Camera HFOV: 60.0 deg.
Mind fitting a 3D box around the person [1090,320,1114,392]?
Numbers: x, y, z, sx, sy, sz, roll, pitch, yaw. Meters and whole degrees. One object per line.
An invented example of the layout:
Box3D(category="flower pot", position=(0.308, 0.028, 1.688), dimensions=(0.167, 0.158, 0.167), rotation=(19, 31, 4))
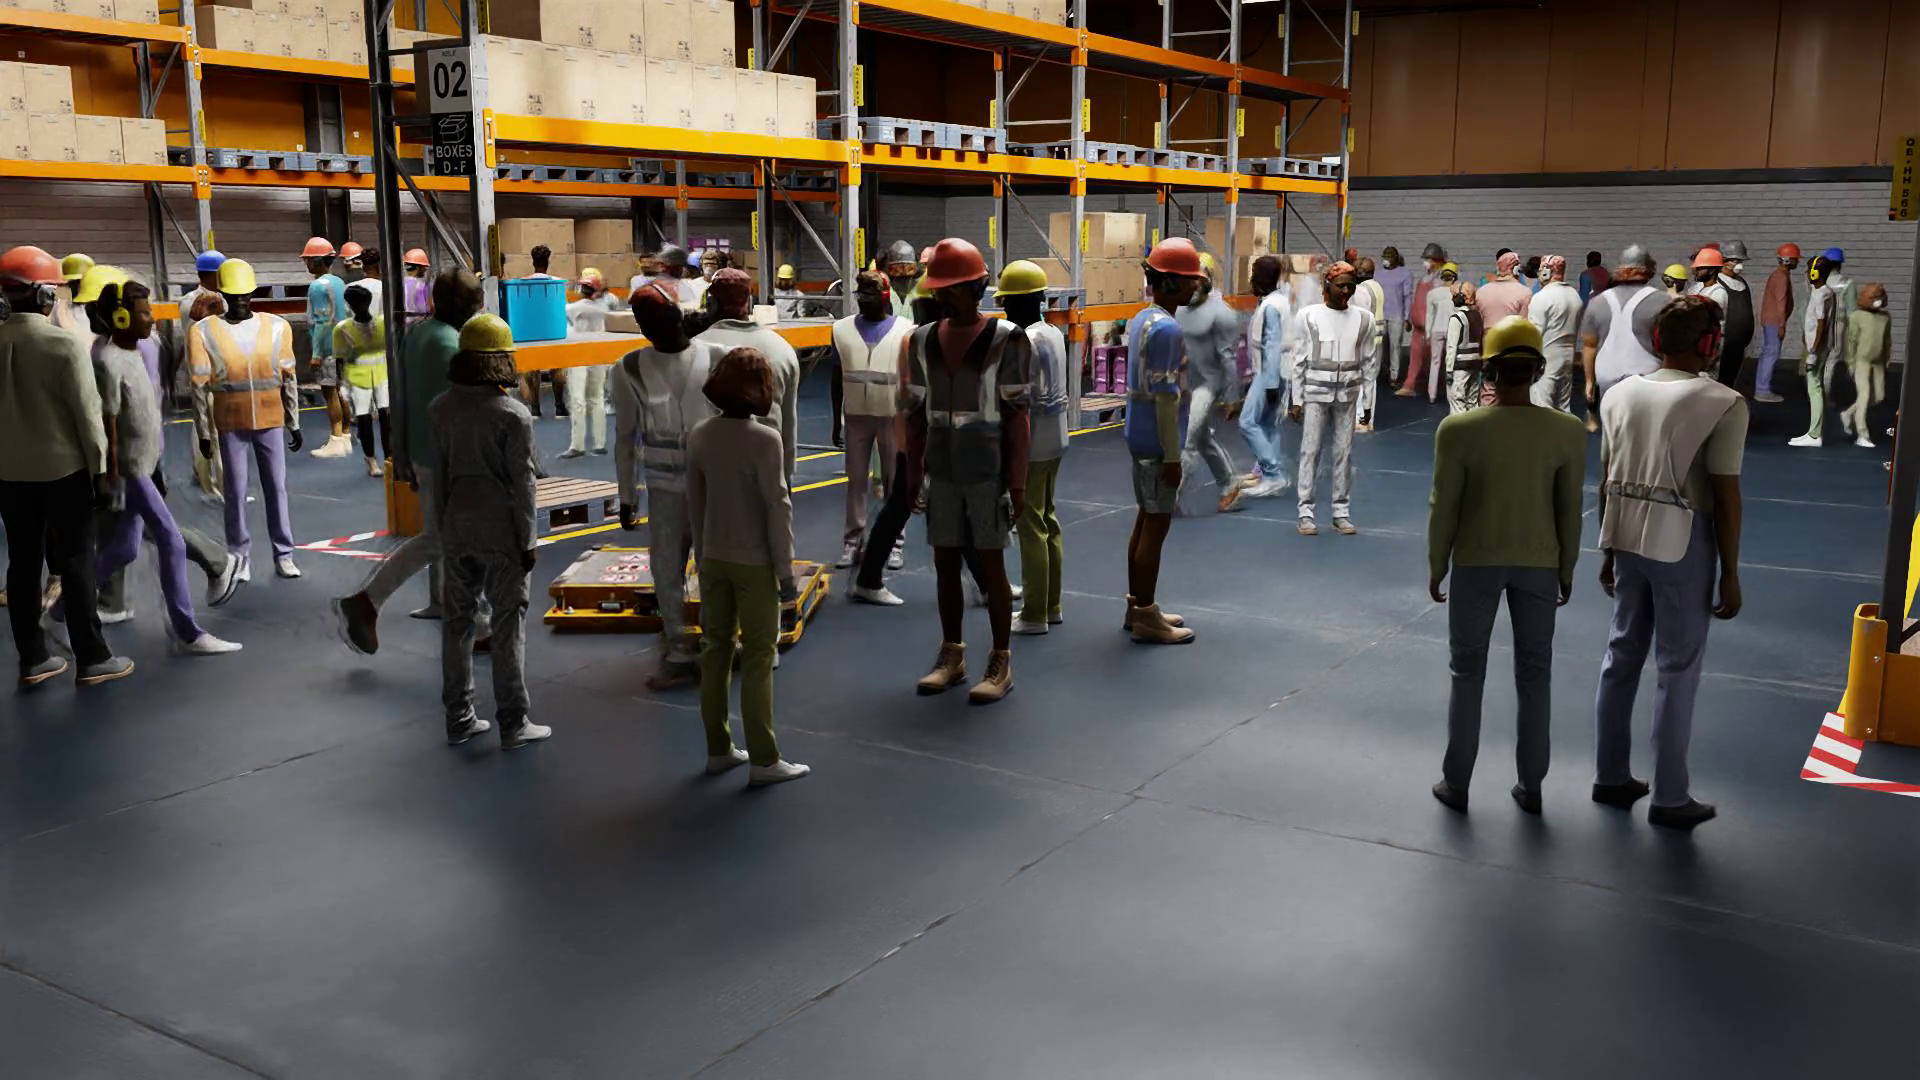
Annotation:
Box3D(category="person", position=(1.921, -2.782, 21.905), dimensions=(0.384, 1.732, 0.599), rotation=(-1, 10, -7))

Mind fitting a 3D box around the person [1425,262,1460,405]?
Box3D(category="person", position=(6.013, -2.546, 20.557), dimensions=(0.523, 1.751, 0.377), rotation=(7, 12, 32))

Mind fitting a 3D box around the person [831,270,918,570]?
Box3D(category="person", position=(-0.513, -0.736, 10.261), dimensions=(0.564, 1.842, 0.393), rotation=(2, 10, 9))

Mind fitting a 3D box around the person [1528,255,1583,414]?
Box3D(category="person", position=(5.115, -1.520, 14.477), dimensions=(0.635, 1.899, 0.397), rotation=(-8, 13, -39))

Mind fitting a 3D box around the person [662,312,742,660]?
Box3D(category="person", position=(-1.256, -0.246, 7.982), dimensions=(0.534, 1.685, 0.322), rotation=(-9, 14, -42))

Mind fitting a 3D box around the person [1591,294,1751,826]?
Box3D(category="person", position=(2.443, 0.072, 5.802), dimensions=(0.385, 1.836, 0.563), rotation=(-5, 11, -27))

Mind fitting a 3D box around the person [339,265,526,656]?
Box3D(category="person", position=(-2.513, -0.339, 7.894), dimensions=(0.798, 1.915, 0.644), rotation=(-8, 13, -39))

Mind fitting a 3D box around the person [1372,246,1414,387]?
Box3D(category="person", position=(5.931, -3.087, 23.026), dimensions=(0.630, 1.935, 0.366), rotation=(4, 11, 23))

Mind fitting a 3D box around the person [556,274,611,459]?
Box3D(category="person", position=(-3.552, -1.621, 15.553), dimensions=(0.707, 1.704, 0.359), rotation=(-10, 14, -44))

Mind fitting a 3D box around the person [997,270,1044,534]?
Box3D(category="person", position=(0.434, -0.959, 11.538), dimensions=(0.401, 1.833, 0.568), rotation=(-3, 11, -18))

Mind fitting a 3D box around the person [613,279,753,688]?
Box3D(category="person", position=(-1.231, -0.255, 7.583), dimensions=(0.654, 1.857, 0.454), rotation=(-1, 10, -7))

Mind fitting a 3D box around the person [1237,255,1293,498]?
Box3D(category="person", position=(2.422, -1.279, 13.094), dimensions=(0.438, 1.904, 0.607), rotation=(3, 11, 16))

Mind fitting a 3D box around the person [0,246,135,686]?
Box3D(category="person", position=(-4.142, -0.323, 7.547), dimensions=(0.608, 1.996, 0.375), rotation=(1, 10, 7))

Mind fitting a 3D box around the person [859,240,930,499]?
Box3D(category="person", position=(-0.442, -1.343, 13.069), dimensions=(0.703, 2.000, 0.536), rotation=(0, 10, 0))

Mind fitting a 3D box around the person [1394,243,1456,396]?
Box3D(category="person", position=(6.207, -2.878, 21.578), dimensions=(1.002, 2.000, 0.692), rotation=(-3, 11, -17))

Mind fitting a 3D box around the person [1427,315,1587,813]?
Box3D(category="person", position=(1.916, 0.094, 5.890), dimensions=(0.526, 1.762, 0.338), rotation=(1, 10, 7))

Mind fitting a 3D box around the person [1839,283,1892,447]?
Box3D(category="person", position=(8.956, -1.738, 16.453), dimensions=(0.503, 1.615, 0.576), rotation=(-2, 11, -13))

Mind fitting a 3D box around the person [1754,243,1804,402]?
Box3D(category="person", position=(10.303, -2.727, 20.913), dimensions=(0.430, 1.982, 0.615), rotation=(4, 11, 22))

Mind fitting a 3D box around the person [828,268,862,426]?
Box3D(category="person", position=(-1.147, -2.187, 18.134), dimensions=(0.599, 1.905, 0.391), rotation=(-4, 11, -20))

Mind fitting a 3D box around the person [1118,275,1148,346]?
Box3D(category="person", position=(2.343, -2.968, 22.665), dimensions=(0.430, 1.836, 0.634), rotation=(8, 13, 36))

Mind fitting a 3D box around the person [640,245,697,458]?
Box3D(category="person", position=(-2.695, -1.806, 15.639), dimensions=(0.684, 2.000, 1.064), rotation=(8, 13, 38))

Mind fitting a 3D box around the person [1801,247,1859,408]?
Box3D(category="person", position=(10.496, -2.538, 20.010), dimensions=(0.519, 1.931, 0.663), rotation=(-6, 12, -29))

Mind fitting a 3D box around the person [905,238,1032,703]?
Box3D(category="person", position=(0.012, -0.298, 7.323), dimensions=(0.614, 2.030, 0.405), rotation=(6, 12, 29))

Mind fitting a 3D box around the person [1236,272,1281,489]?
Box3D(category="person", position=(2.472, -1.339, 13.593), dimensions=(0.345, 1.847, 0.506), rotation=(0, 10, 2))

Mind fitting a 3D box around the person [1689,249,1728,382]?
Box3D(category="person", position=(7.161, -1.827, 16.040), dimensions=(0.359, 1.938, 0.545), rotation=(1, 10, 3))

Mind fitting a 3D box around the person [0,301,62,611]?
Box3D(category="person", position=(-5.157, -0.457, 9.110), dimensions=(0.535, 1.698, 0.318), rotation=(3, 11, 19))

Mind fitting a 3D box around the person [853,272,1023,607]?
Box3D(category="person", position=(-0.142, -0.542, 9.094), dimensions=(1.013, 1.874, 0.592), rotation=(4, 11, 20))

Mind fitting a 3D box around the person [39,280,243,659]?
Box3D(category="person", position=(-4.037, -0.323, 8.001), dimensions=(0.894, 1.844, 0.518), rotation=(-3, 11, -18))

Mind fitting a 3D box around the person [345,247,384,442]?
Box3D(category="person", position=(-5.887, -1.959, 16.733), dimensions=(0.603, 1.955, 0.384), rotation=(0, 10, 1))

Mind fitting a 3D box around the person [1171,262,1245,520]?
Box3D(category="person", position=(1.775, -1.083, 12.113), dimensions=(0.991, 1.880, 0.648), rotation=(-7, 12, -35))

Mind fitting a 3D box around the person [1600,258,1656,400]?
Box3D(category="person", position=(8.409, -2.636, 20.883), dimensions=(0.895, 1.818, 0.525), rotation=(2, 10, 11))
